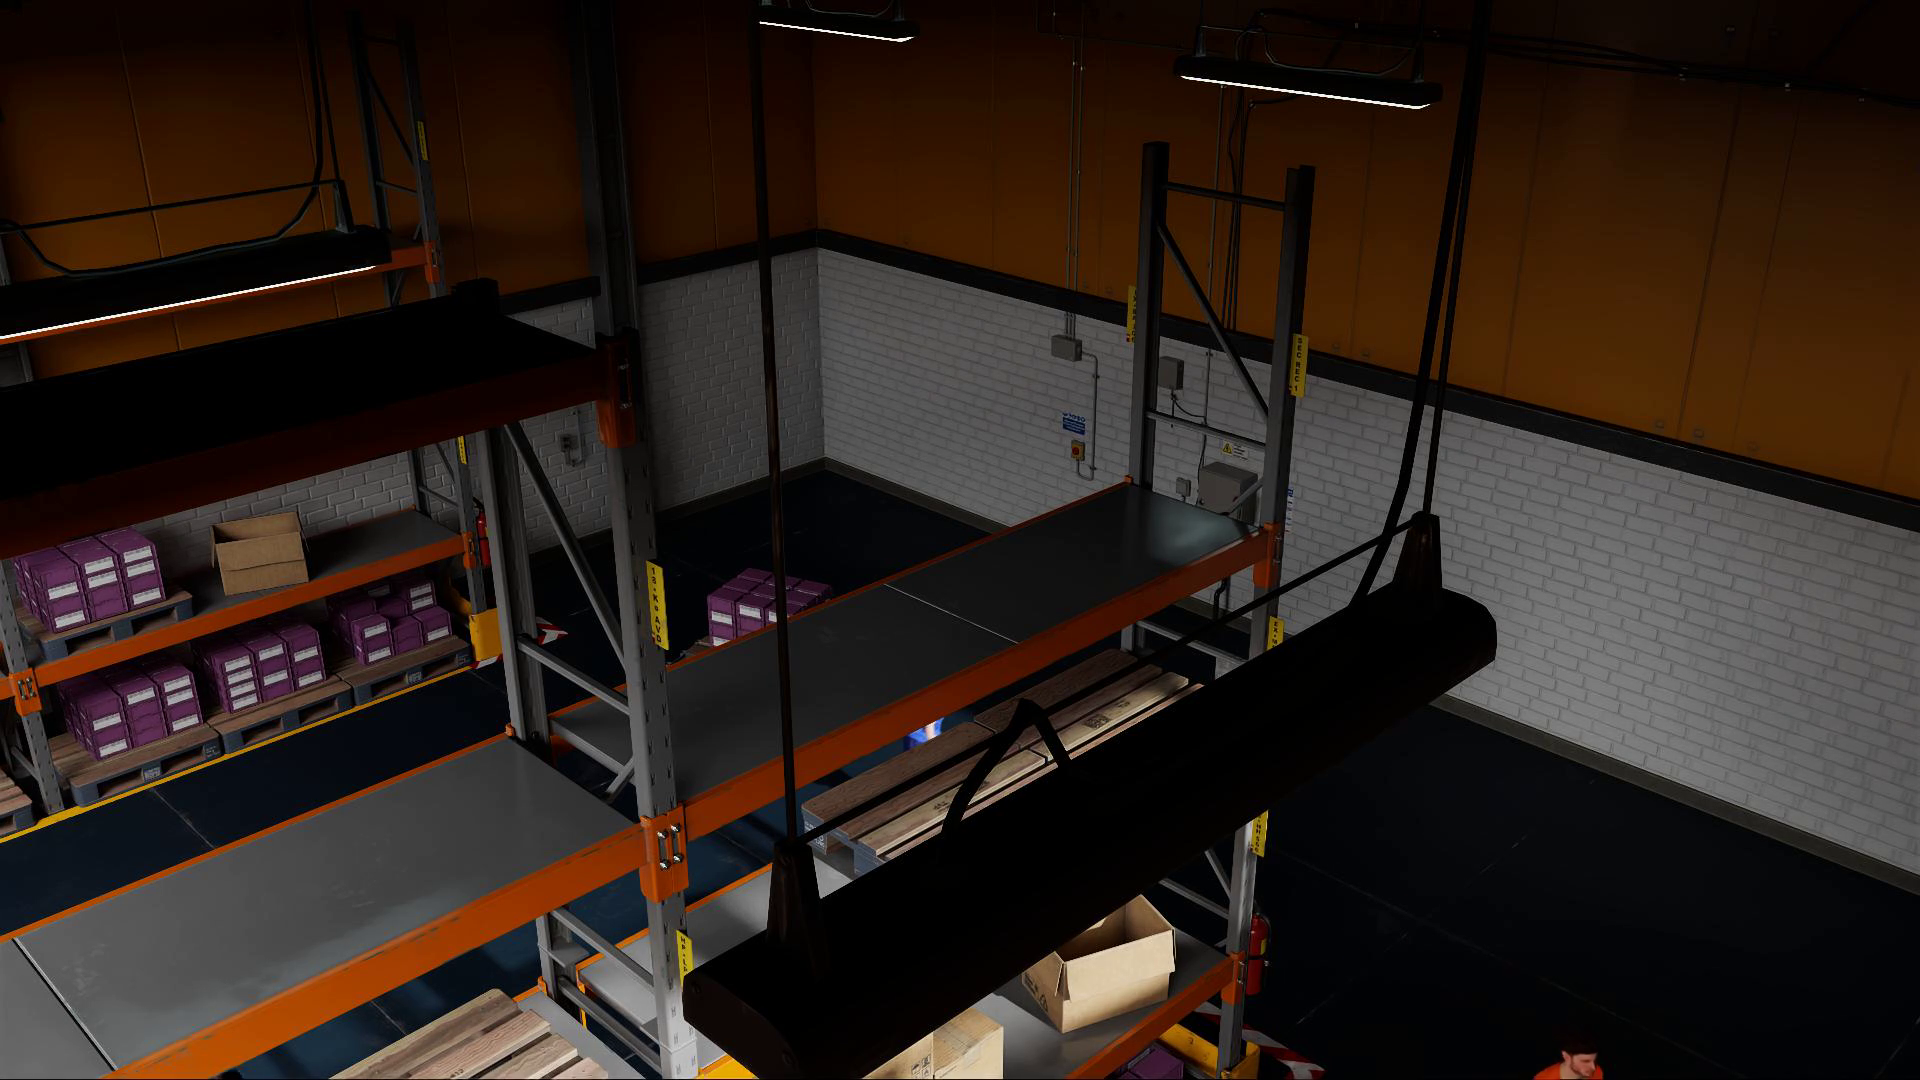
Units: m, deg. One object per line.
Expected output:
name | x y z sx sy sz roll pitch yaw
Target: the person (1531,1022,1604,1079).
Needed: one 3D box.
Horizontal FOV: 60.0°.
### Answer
person | 3.140 3.323 9.016 0.926 1.865 0.907 -12 27 -26
